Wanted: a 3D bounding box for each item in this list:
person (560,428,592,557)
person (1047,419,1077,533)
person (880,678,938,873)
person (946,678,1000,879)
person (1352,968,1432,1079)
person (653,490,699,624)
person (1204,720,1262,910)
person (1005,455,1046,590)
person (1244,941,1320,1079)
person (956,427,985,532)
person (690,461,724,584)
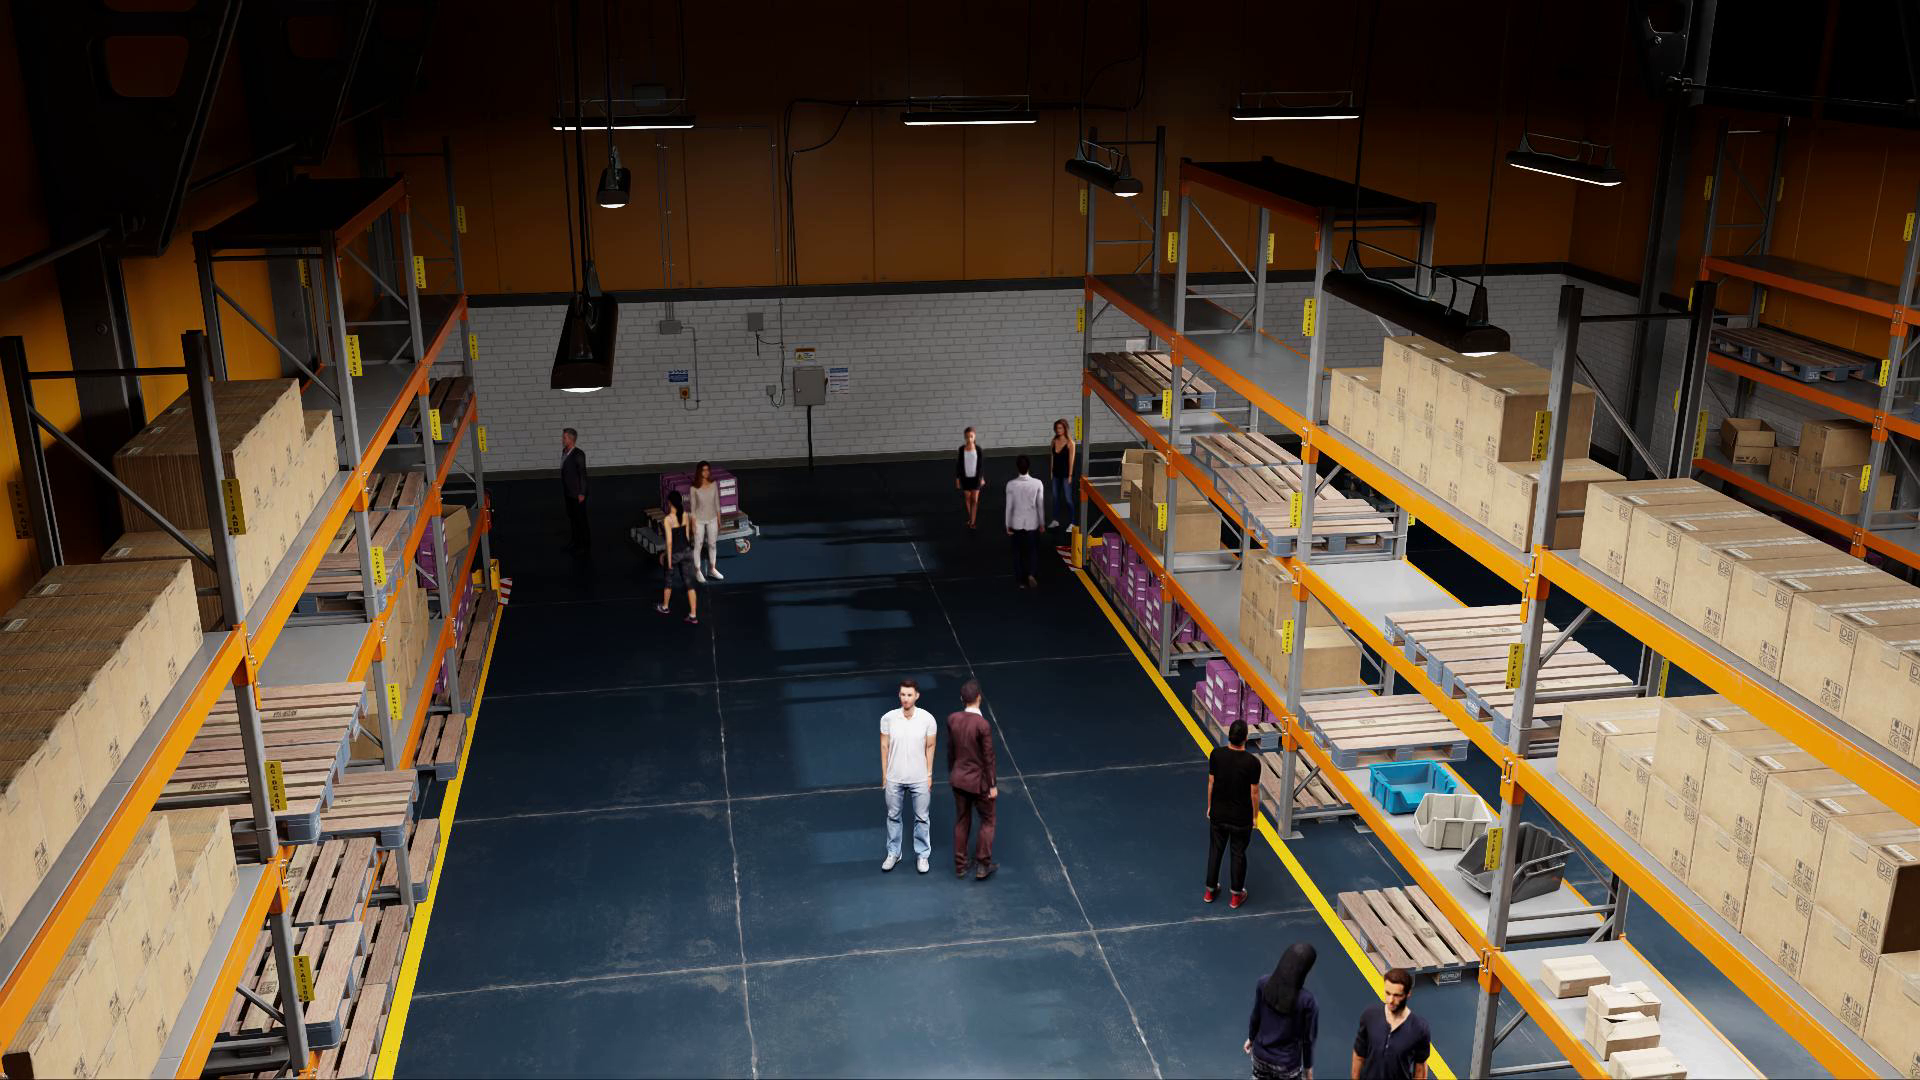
[{"bbox_3d":[-5.487,-0.714,23.670,0.859,1.841,0.729,-14,23,-36],"label":"person"},{"bbox_3d":[1.529,-0.974,24.637,0.642,1.718,0.712,14,23,36],"label":"person"},{"bbox_3d":[-0.477,2.129,15.187,0.739,1.867,0.687,2,19,7],"label":"person"},{"bbox_3d":[0.090,2.182,15.064,0.809,1.846,0.872,15,24,37],"label":"person"},{"bbox_3d":[2.784,3.598,10.839,0.713,1.859,0.739,9,21,26],"label":"person"},{"bbox_3d":[-3.500,0.243,21.051,1.087,1.699,0.949,17,25,41],"label":"person"},{"bbox_3d":[2.382,2.388,14.589,0.714,1.758,0.746,9,21,25],"label":"person"},{"bbox_3d":[0.873,-0.191,22.122,0.765,1.837,0.873,0,19,0],"label":"person"},{"bbox_3d":[2.141,3.526,11.284,0.841,1.712,0.898,9,21,26],"label":"person"},{"bbox_3d":[0.165,-0.943,24.838,0.758,1.530,1.025,2,19,7],"label":"person"},{"bbox_3d":[-3.466,-0.266,22.551,0.663,1.706,0.672,-12,22,-32],"label":"person"}]
